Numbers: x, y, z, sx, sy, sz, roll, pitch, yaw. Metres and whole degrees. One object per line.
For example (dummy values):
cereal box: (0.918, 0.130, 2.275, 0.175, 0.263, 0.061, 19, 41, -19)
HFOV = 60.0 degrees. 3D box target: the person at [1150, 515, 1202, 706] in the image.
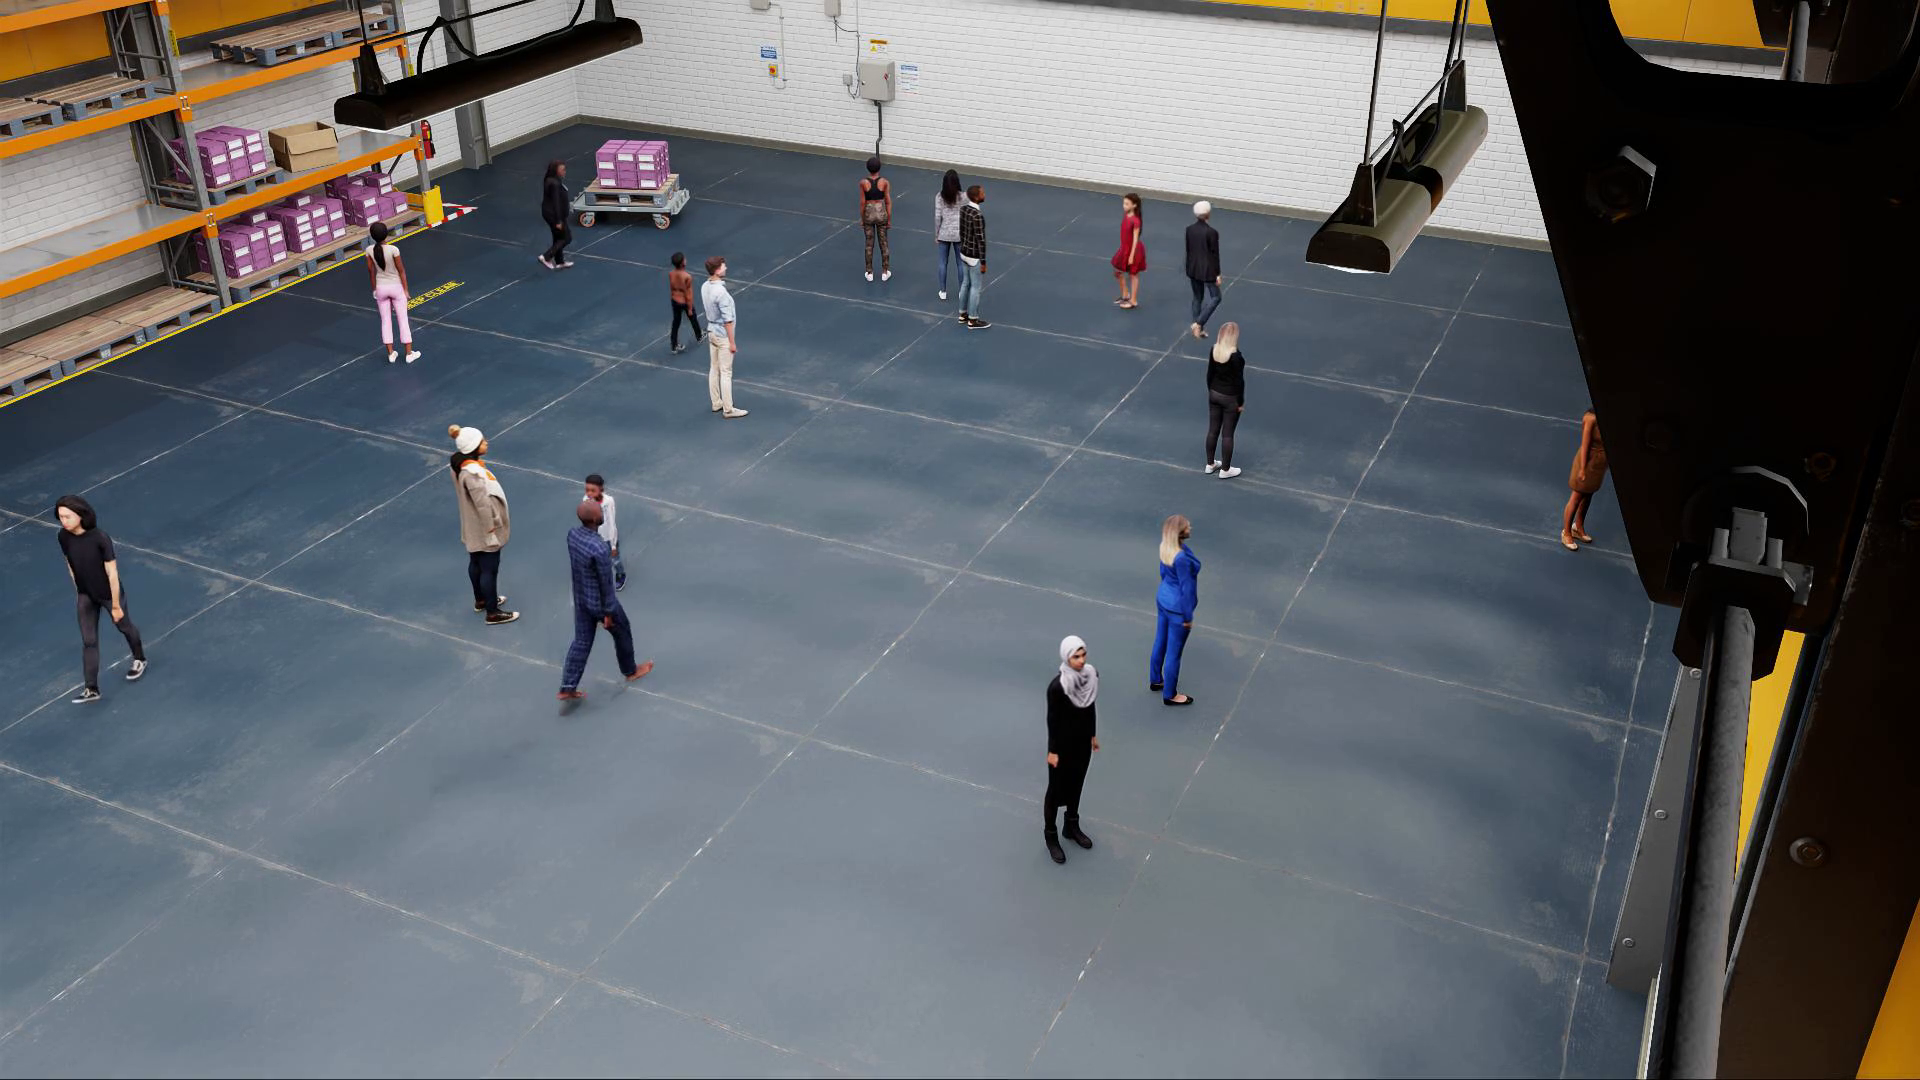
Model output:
person: (1.734, 0.553, 13.538, 0.761, 1.701, 0.695, -9, 30, -16)

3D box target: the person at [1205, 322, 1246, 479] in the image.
person: (2.734, -1.455, 17.234, 0.674, 1.685, 0.683, -22, 36, -34)

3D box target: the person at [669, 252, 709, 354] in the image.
person: (-3.437, -2.878, 20.326, 0.558, 1.224, 0.867, 15, 32, 26)

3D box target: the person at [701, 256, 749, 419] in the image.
person: (-2.680, -2.280, 18.579, 0.730, 1.847, 0.733, -19, 34, -30)

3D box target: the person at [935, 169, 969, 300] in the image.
person: (-0.107, -4.026, 21.898, 0.680, 1.733, 0.657, 1, 29, 2)

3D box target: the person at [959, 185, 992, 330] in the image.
person: (0.154, -3.593, 21.015, 0.763, 1.819, 0.740, -14, 32, -24)

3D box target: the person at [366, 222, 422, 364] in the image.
person: (-6.850, -2.983, 19.977, 0.651, 1.741, 0.637, 1, 29, 1)

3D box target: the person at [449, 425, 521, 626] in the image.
person: (-4.251, -0.163, 14.655, 0.857, 1.887, 0.823, -16, 32, -27)

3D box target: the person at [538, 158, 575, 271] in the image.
person: (-5.596, -4.415, 22.754, 0.992, 1.595, 0.937, -16, 32, -26)

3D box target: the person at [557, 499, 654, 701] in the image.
person: (-3.034, 0.517, 13.514, 0.823, 1.786, 1.206, 20, 34, 32)

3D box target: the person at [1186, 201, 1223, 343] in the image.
person: (2.907, -3.164, 19.867, 0.830, 1.773, 0.878, -25, 37, -37)

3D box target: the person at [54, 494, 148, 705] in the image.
person: (-7.038, 0.390, 13.731, 0.891, 1.802, 1.177, 4, 29, 7)

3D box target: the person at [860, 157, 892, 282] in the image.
person: (-1.146, -4.356, 22.538, 0.660, 1.700, 0.673, -2, 29, -3)

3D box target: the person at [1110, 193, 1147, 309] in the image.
person: (2.285, -3.771, 21.628, 0.777, 1.544, 0.716, -12, 31, -21)

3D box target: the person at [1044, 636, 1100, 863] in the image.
person: (0.775, 1.455, 11.802, 0.622, 1.780, 0.741, -20, 34, -32)

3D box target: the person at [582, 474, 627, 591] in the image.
person: (-3.214, -0.047, 15.120, 0.645, 1.239, 0.922, 4, 29, 8)

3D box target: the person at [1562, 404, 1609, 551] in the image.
person: (6.023, -0.723, 15.887, 0.580, 1.690, 0.693, -21, 35, -33)
